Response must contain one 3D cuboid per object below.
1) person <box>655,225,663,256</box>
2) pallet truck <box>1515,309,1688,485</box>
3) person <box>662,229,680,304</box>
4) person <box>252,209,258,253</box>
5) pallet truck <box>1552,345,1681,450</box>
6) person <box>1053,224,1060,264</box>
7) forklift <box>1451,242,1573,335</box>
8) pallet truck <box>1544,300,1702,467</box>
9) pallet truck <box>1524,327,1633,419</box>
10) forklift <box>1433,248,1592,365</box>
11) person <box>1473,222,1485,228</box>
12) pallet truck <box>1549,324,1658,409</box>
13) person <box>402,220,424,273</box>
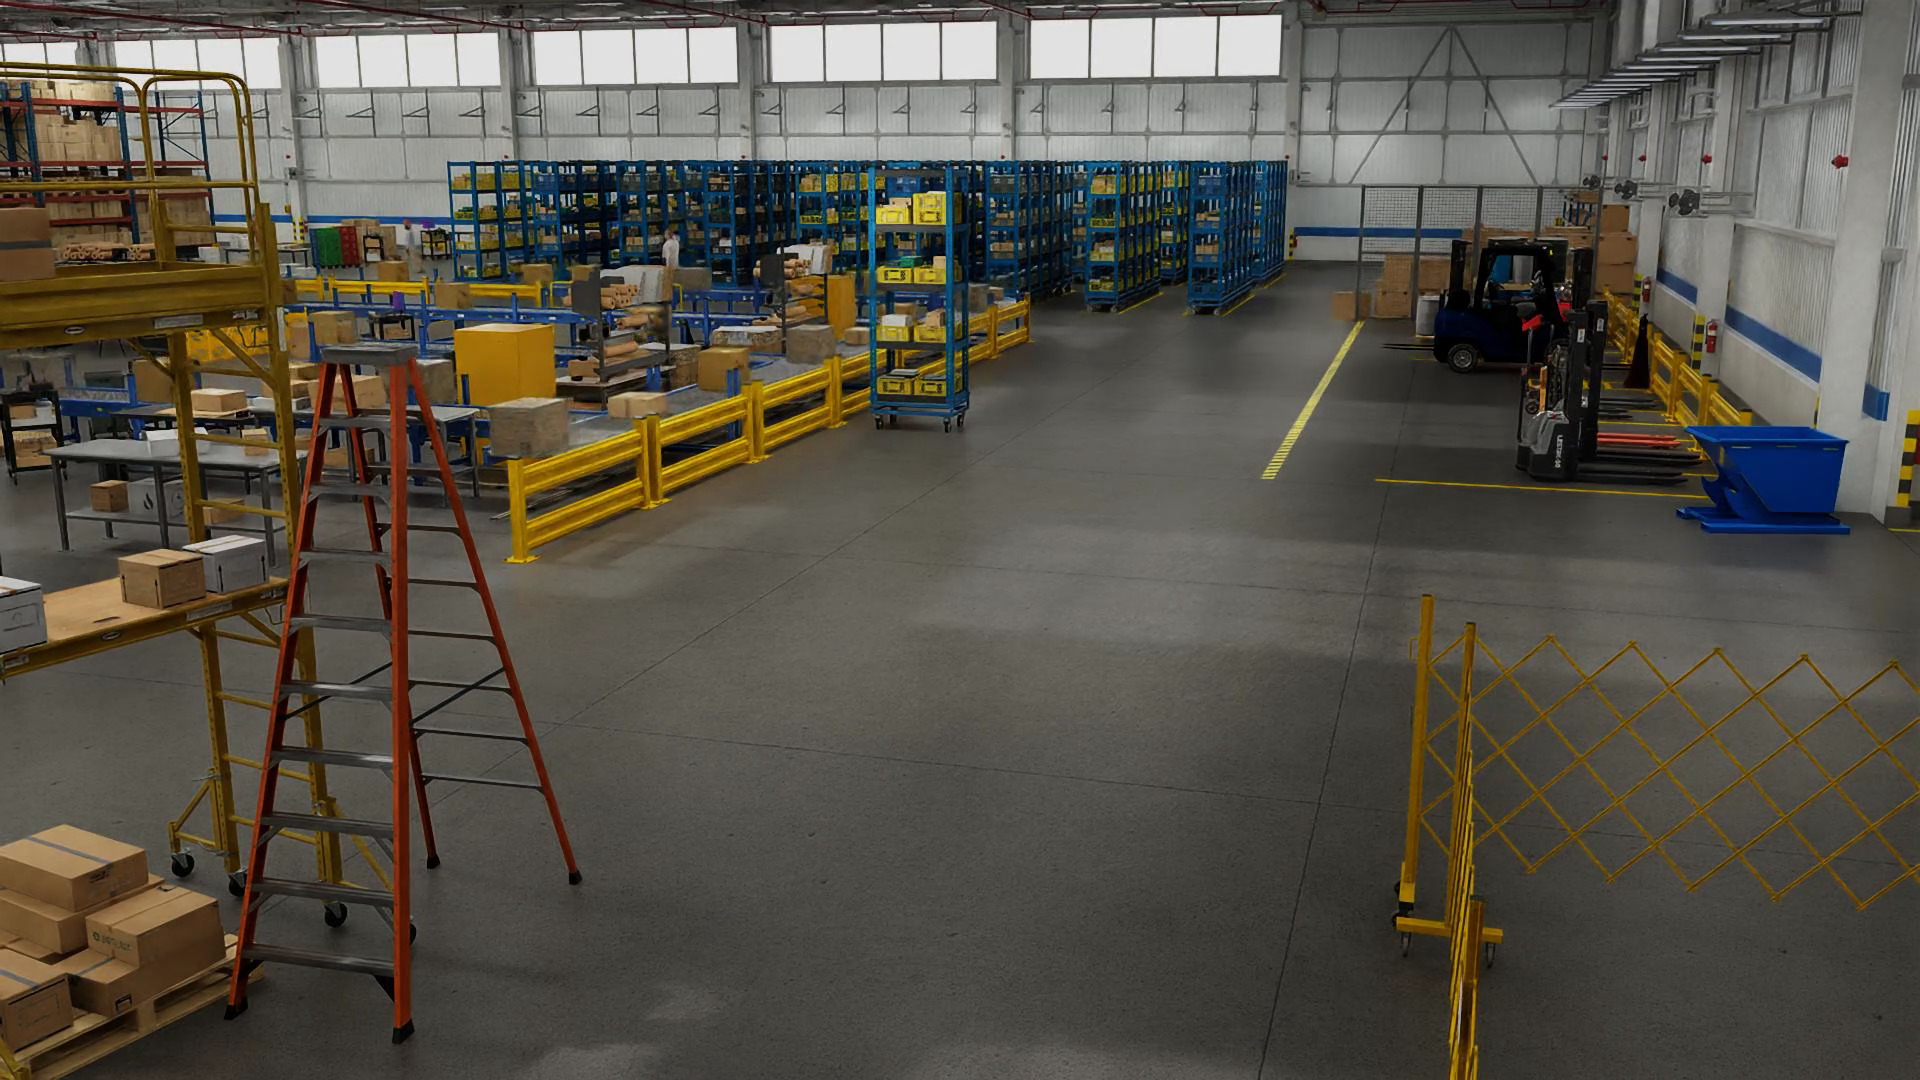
[{"bbox_3d":[-9.206,-8.837,50.802,0.949,1.793,0.596,0,13,-1],"label":"person"},{"bbox_3d":[7.554,-1.677,19.446,1.885,1.965,0.823,3,13,14],"label":"pallet truck"},{"bbox_3d":[-7.458,-7.039,42.799,0.405,1.911,0.636,4,14,17],"label":"person"},{"bbox_3d":[-25.335,-11.024,60.139,0.647,1.863,0.984,-7,15,-29],"label":"person"},{"bbox_3d":[8.641,-1.896,21.908,1.630,1.274,0.653,4,14,16],"label":"pallet truck"},{"bbox_3d":[3.326,-10.460,57.756,0.472,1.818,0.617,2,13,8],"label":"person"},{"bbox_3d":[10.464,-4.597,31.405,2.680,1.987,1.157,4,14,16],"label":"forklift"},{"bbox_3d":[8.263,-1.952,20.631,1.885,1.965,0.823,5,14,20],"label":"pallet truck"},{"bbox_3d":[9.065,-2.460,24.370,1.522,1.261,0.704,3,13,14],"label":"pallet truck"},{"bbox_3d":[9.780,-4.111,29.280,2.680,1.987,1.157,3,13,14],"label":"forklift"},{"bbox_3d":[14.260,-7.825,46.061,0.461,1.982,0.669,1,13,6],"label":"person"},{"bbox_3d":[9.824,-2.669,25.407,1.601,1.201,0.680,4,14,16],"label":"pallet truck"},{"bbox_3d":[-17.789,-9.454,53.665,0.936,1.700,0.581,-4,14,-18],"label":"person"}]
